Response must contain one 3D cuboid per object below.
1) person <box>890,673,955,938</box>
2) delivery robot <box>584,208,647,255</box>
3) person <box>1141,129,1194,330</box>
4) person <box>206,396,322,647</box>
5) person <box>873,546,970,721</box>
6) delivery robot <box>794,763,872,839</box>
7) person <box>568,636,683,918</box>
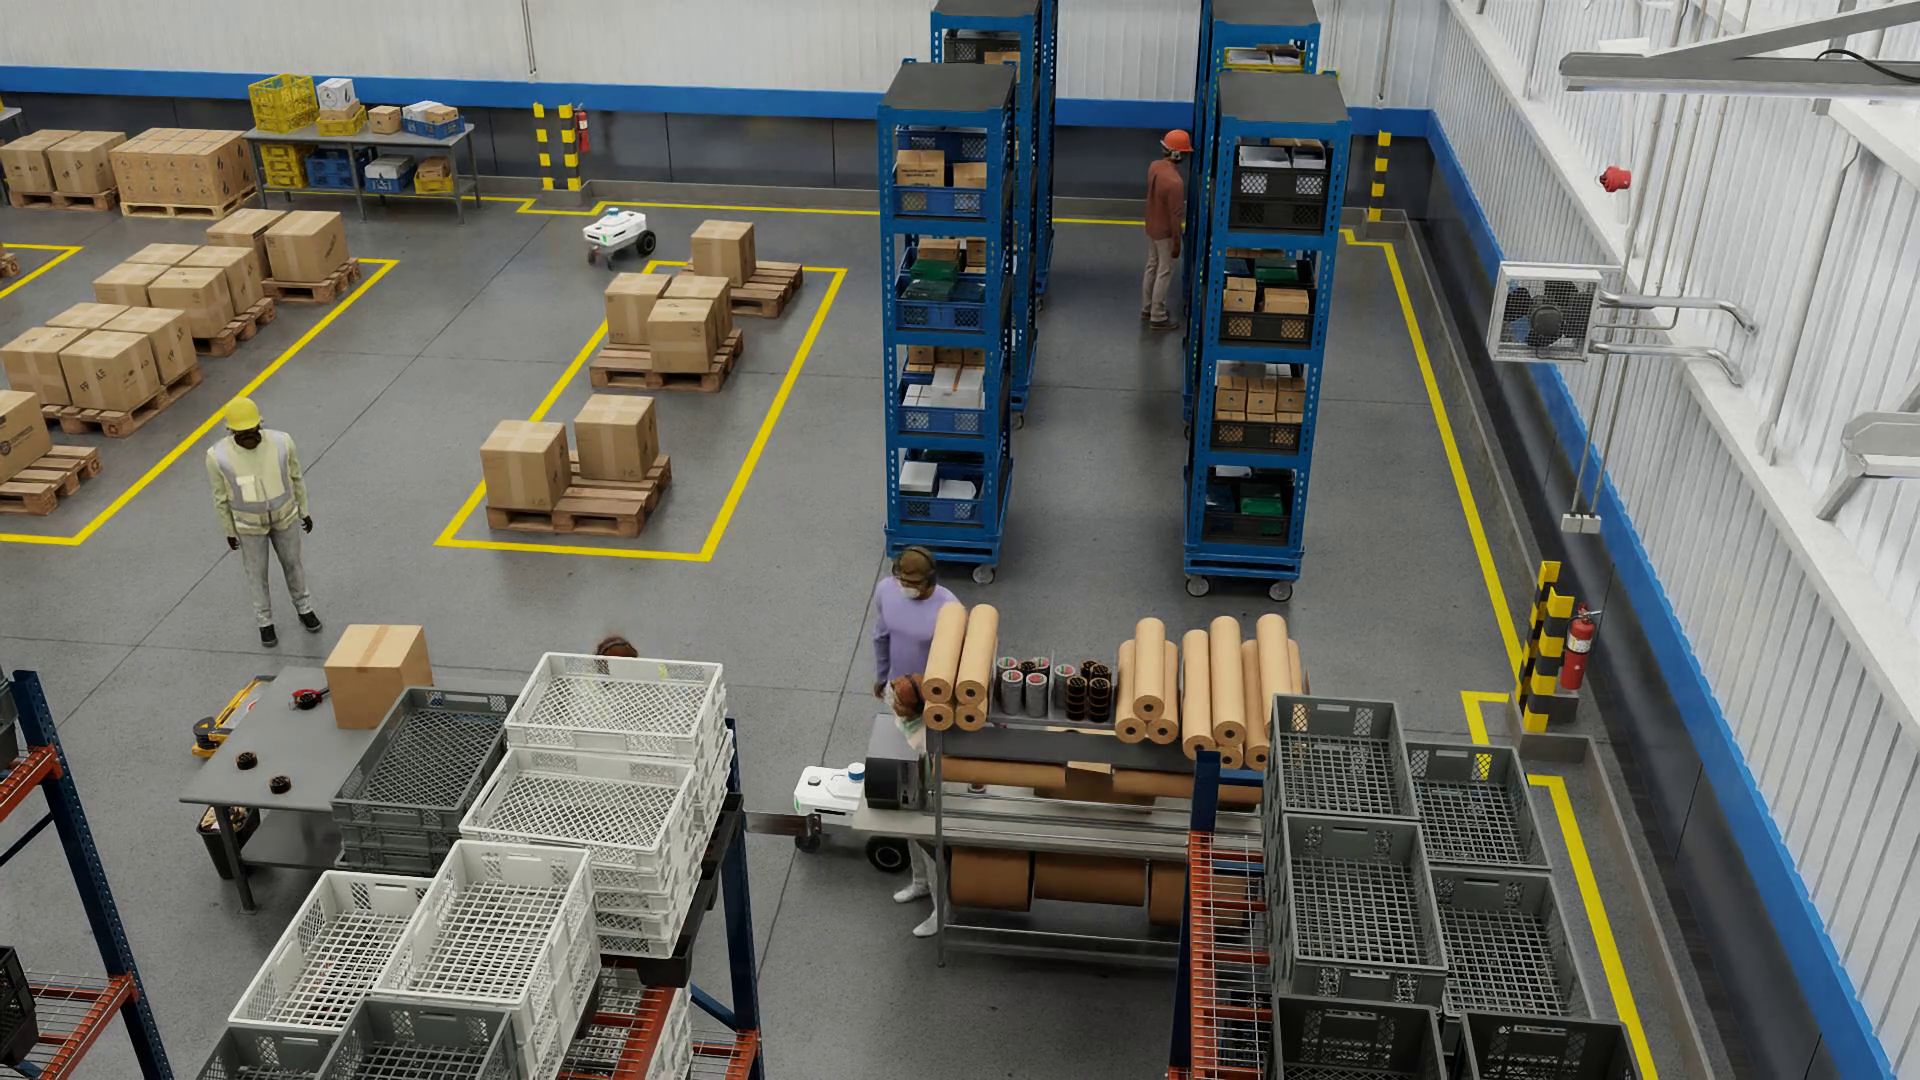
[{"bbox_3d":[-0.213,1.395,8.909,0.319,1.630,0.514,-12,32,-20],"label":"person"},{"bbox_3d":[-3.736,-3.360,18.047,0.477,0.478,0.707,18,35,28],"label":"delivery robot"},{"bbox_3d":[2.003,-3.000,16.118,0.411,1.980,0.628,-10,32,-16],"label":"person"},{"bbox_3d":[-4.735,-0.150,11.361,0.592,1.834,0.404,-19,35,-29],"label":"person"},{"bbox_3d":[-0.226,0.852,9.548,0.634,1.931,0.381,20,36,30],"label":"person"},{"bbox_3d":[-0.595,1.516,9.673,0.707,0.478,0.477,5,31,9],"label":"delivery robot"},{"bbox_3d":[-1.748,1.306,8.866,0.643,1.841,0.453,-17,34,-26],"label":"person"}]
